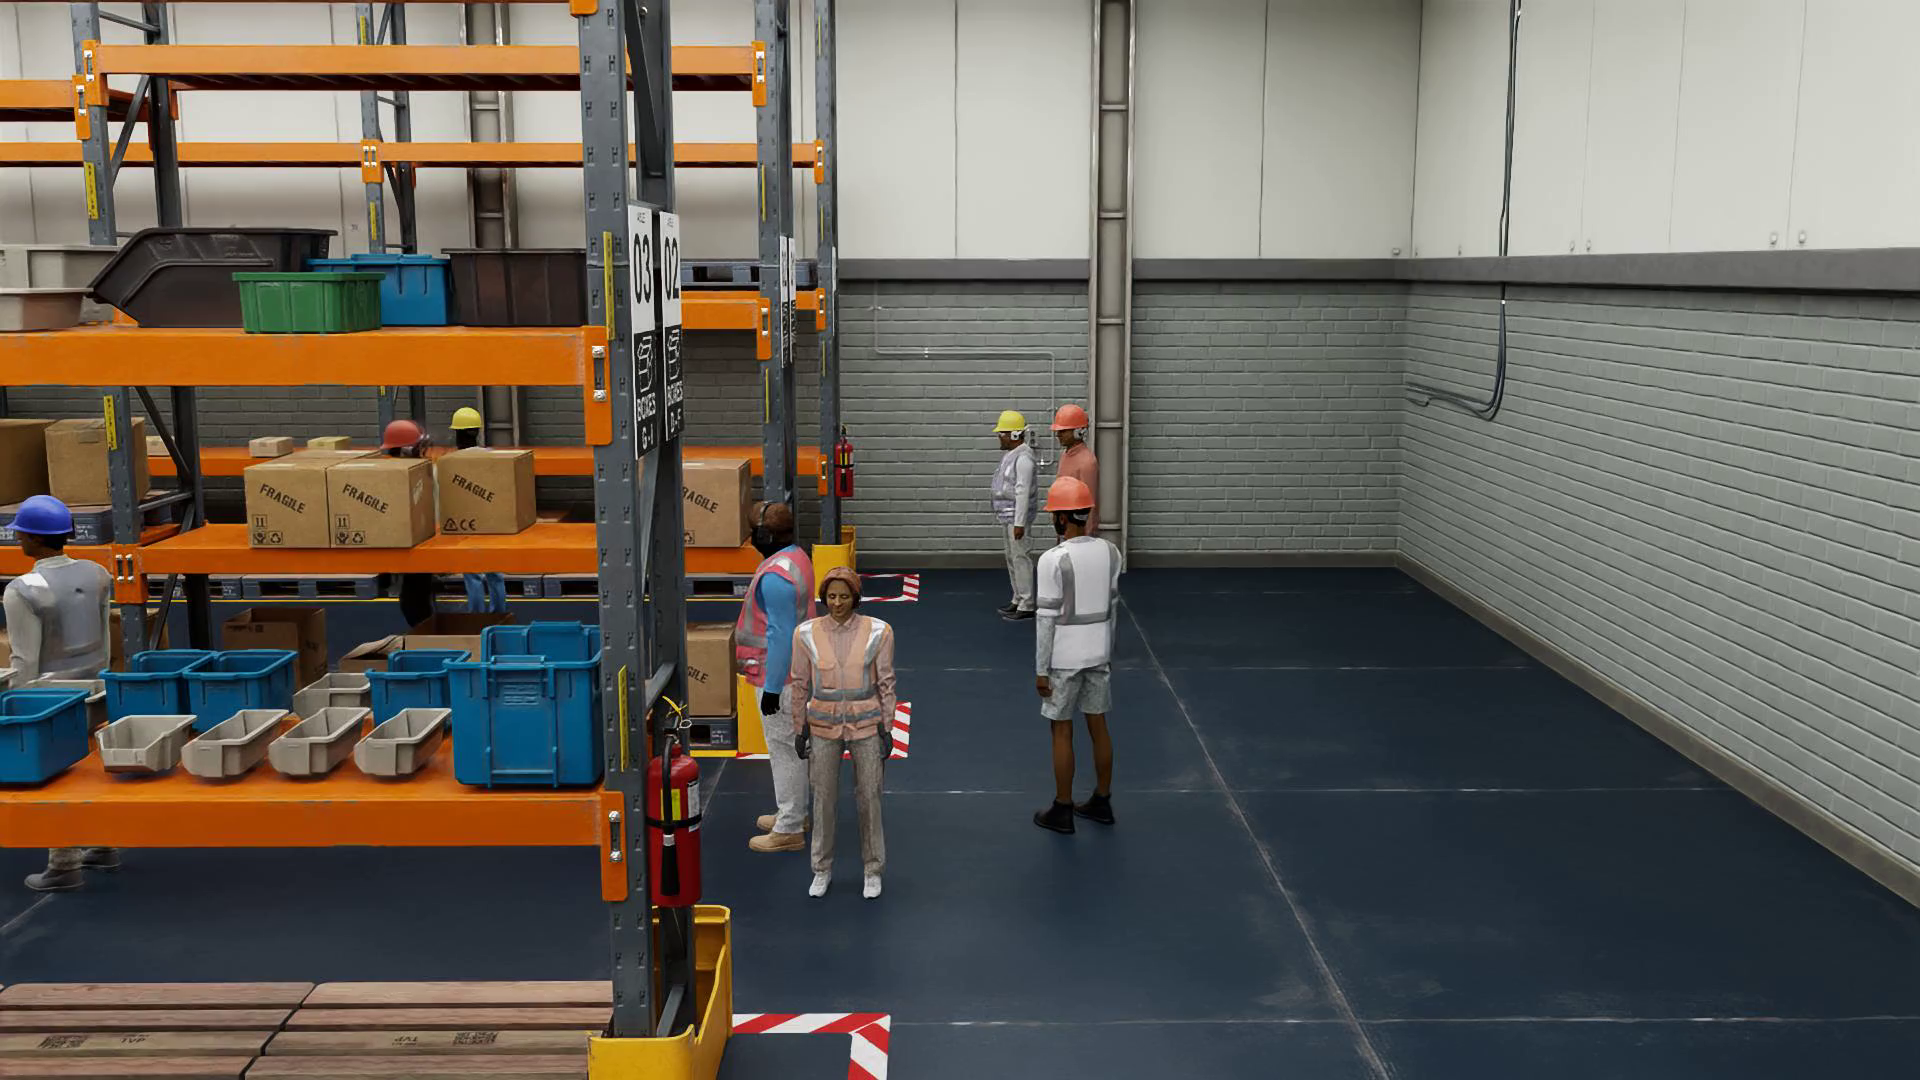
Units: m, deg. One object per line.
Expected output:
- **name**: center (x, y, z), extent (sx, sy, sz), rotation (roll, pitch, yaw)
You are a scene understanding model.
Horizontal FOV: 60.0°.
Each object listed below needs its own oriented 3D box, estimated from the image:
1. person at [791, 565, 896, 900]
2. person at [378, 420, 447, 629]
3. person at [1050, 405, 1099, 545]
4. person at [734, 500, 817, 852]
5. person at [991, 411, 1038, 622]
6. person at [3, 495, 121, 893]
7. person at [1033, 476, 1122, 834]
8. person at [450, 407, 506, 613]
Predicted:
- **person**: center (-0.559, 0.925, 8.011), extent (0.508, 1.629, 0.318), rotation (0, 9, 0)
- **person**: center (-3.903, 0.127, 11.865), extent (0.509, 1.964, 0.624), rotation (1, 9, 4)
- **person**: center (0.886, -0.070, 13.028), extent (0.406, 1.986, 0.613), rotation (-2, 10, -14)
- **person**: center (-0.960, 0.705, 8.718), extent (0.429, 1.839, 0.633), rotation (0, 9, 2)
- **person**: center (0.467, -0.211, 14.402), extent (0.404, 1.821, 0.593), rotation (-2, 9, -10)
- **person**: center (-4.390, 0.745, 8.135), extent (0.380, 1.951, 0.605), rotation (2, 9, 13)
- **person**: center (0.606, 0.619, 8.985), extent (0.548, 1.929, 0.386), rotation (-6, 11, -34)
- **person**: center (-3.923, -0.104, 13.410), extent (0.388, 1.927, 0.589), rotation (5, 11, 30)
